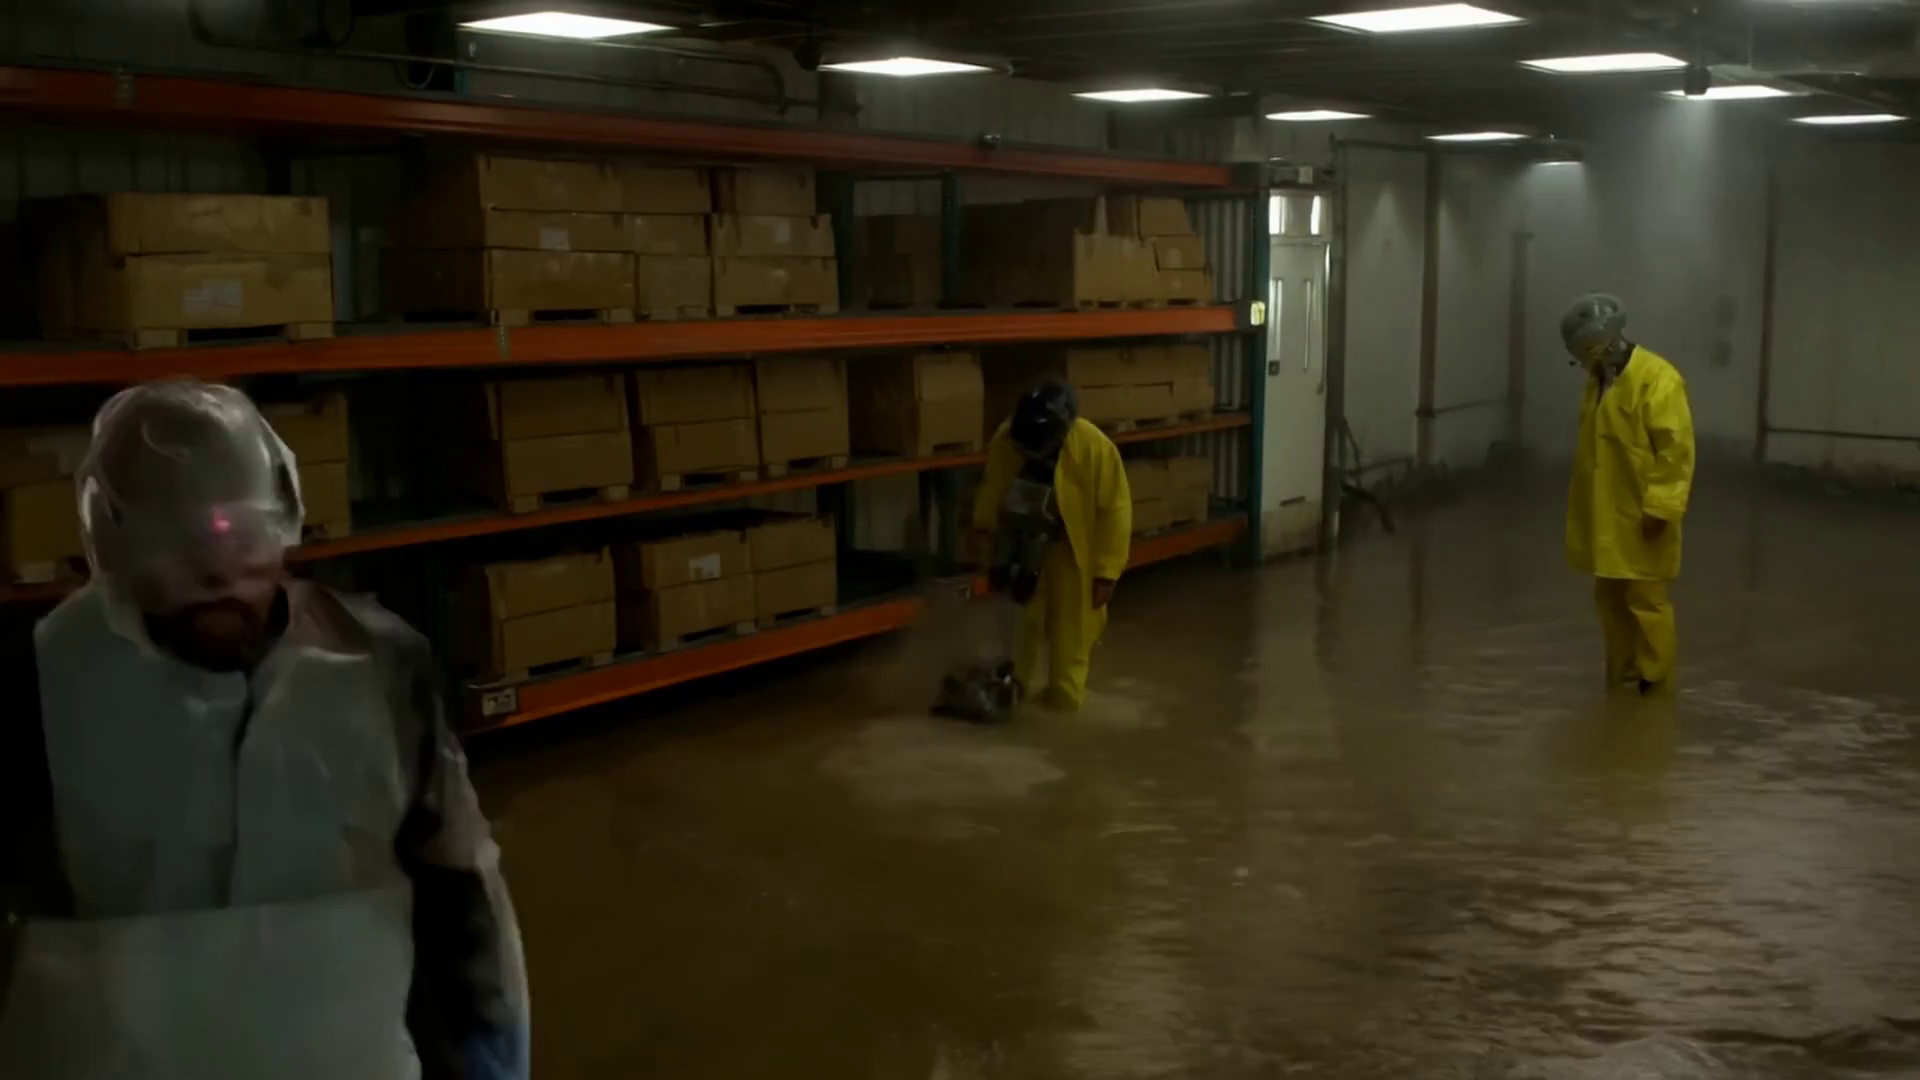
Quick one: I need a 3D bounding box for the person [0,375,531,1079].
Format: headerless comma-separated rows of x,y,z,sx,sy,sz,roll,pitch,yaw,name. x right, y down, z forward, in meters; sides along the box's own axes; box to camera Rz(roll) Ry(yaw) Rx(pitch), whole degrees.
-0.785,0.752,1.976,0.926,1.870,0.647,9,13,41,person
